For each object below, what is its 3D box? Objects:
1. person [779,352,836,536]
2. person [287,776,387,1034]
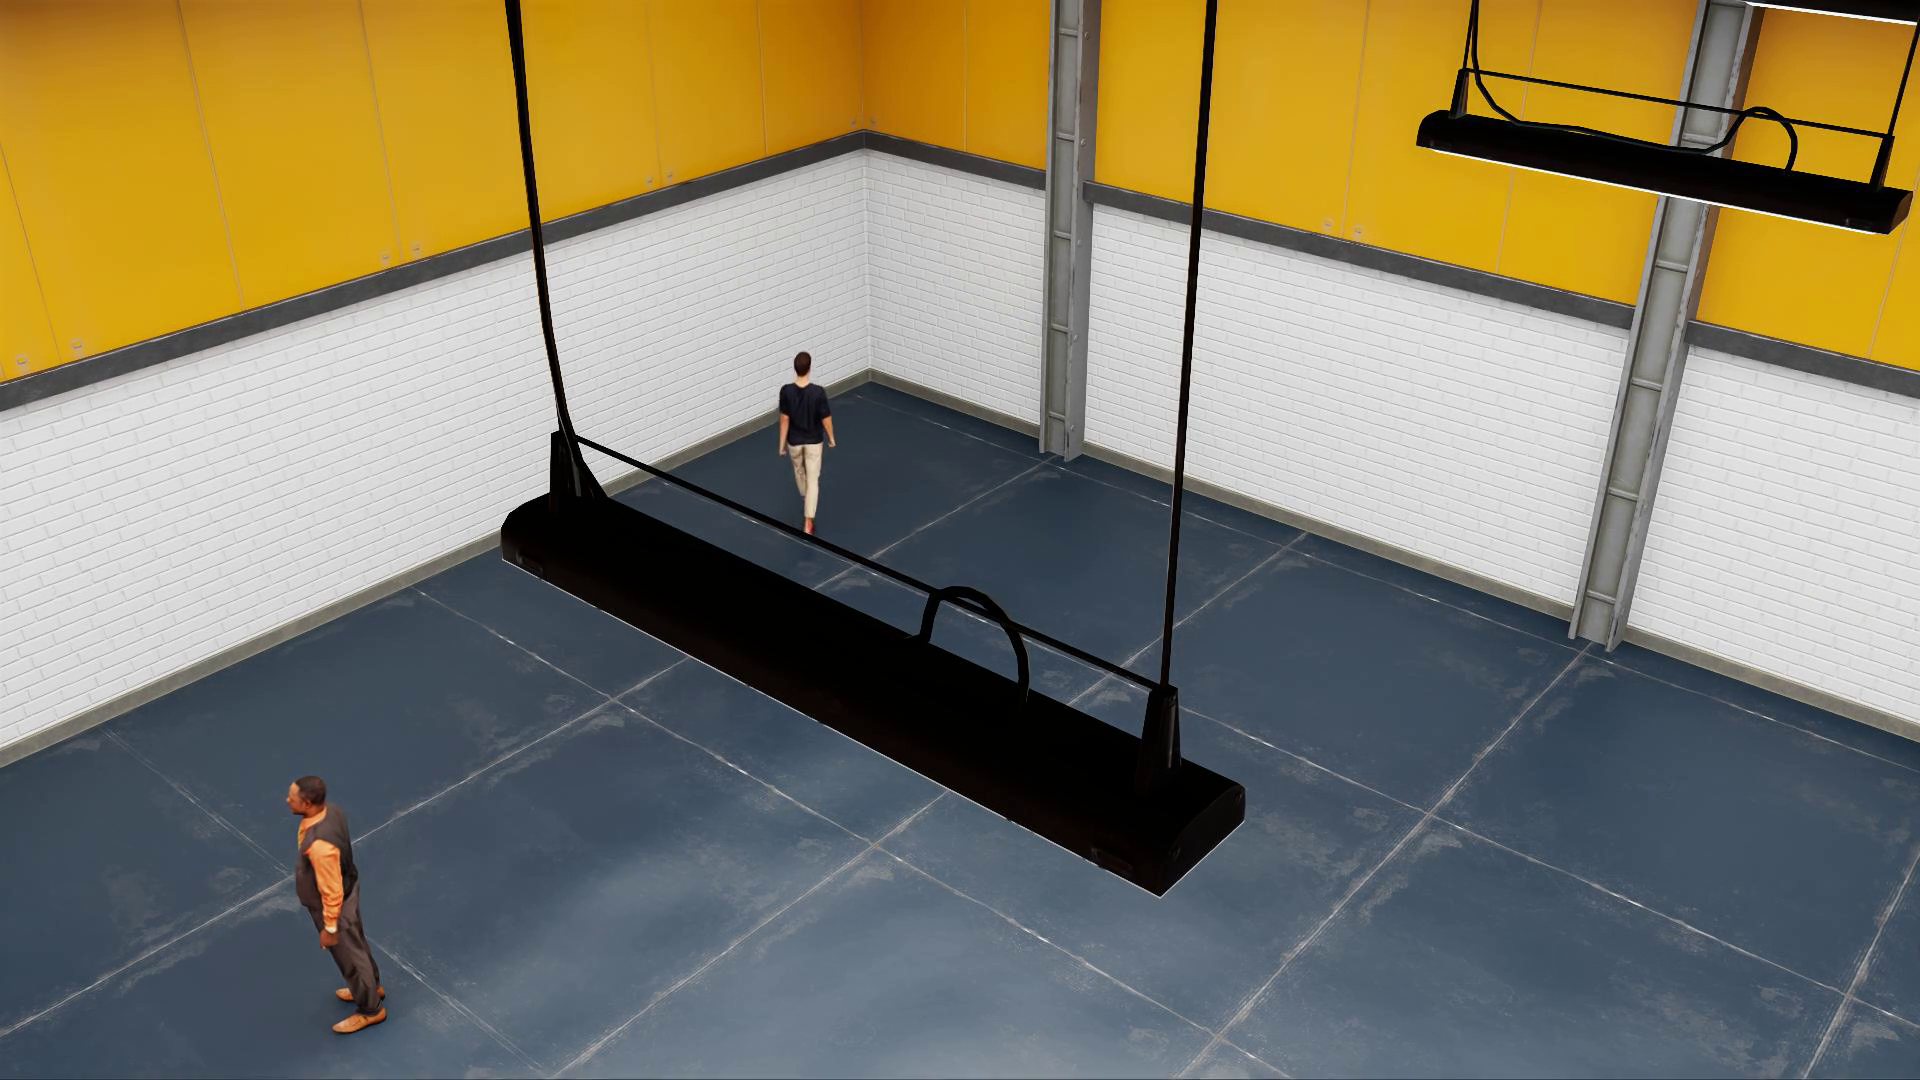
[{"bbox_3d":[-1.523,-0.900,16.316,1.234,1.803,1.190,2,29,4],"label":"person"},{"bbox_3d":[-3.895,2.256,10.420,0.852,1.907,0.754,-7,29,-12],"label":"person"}]
